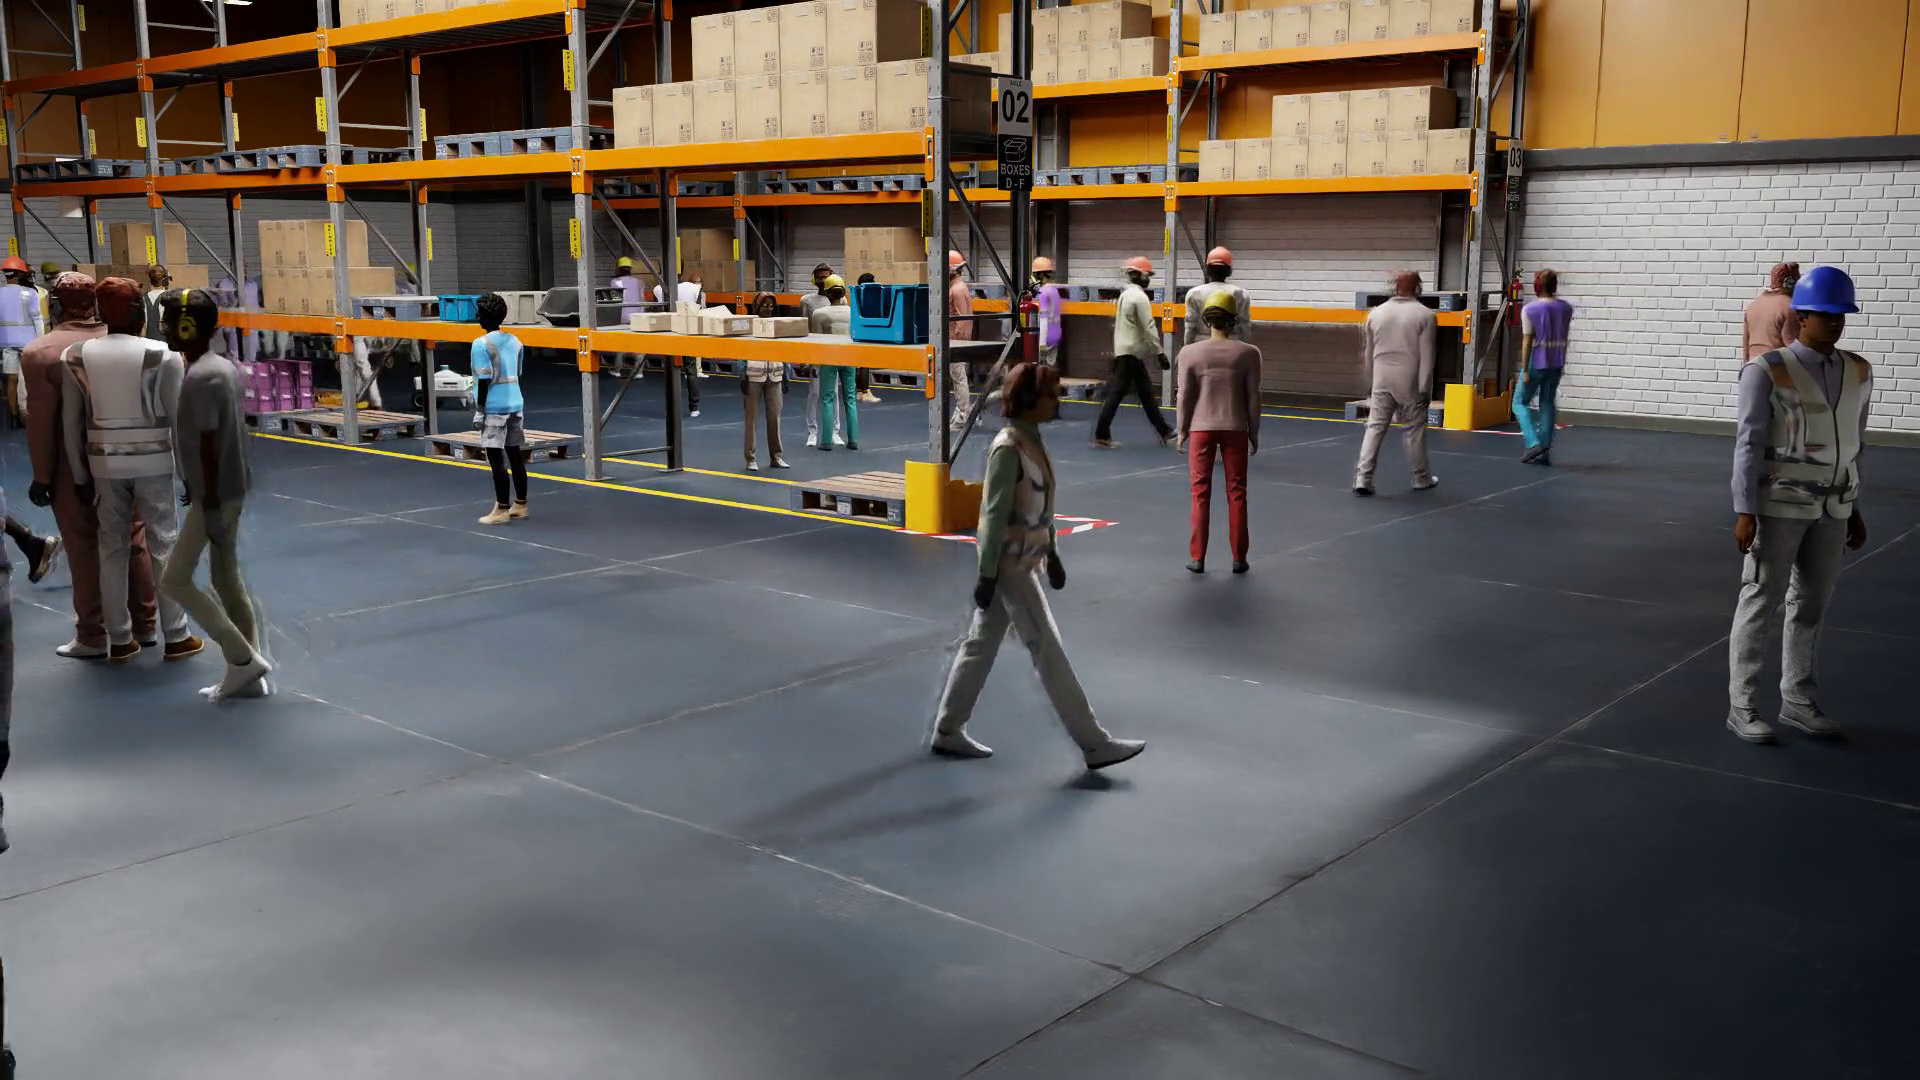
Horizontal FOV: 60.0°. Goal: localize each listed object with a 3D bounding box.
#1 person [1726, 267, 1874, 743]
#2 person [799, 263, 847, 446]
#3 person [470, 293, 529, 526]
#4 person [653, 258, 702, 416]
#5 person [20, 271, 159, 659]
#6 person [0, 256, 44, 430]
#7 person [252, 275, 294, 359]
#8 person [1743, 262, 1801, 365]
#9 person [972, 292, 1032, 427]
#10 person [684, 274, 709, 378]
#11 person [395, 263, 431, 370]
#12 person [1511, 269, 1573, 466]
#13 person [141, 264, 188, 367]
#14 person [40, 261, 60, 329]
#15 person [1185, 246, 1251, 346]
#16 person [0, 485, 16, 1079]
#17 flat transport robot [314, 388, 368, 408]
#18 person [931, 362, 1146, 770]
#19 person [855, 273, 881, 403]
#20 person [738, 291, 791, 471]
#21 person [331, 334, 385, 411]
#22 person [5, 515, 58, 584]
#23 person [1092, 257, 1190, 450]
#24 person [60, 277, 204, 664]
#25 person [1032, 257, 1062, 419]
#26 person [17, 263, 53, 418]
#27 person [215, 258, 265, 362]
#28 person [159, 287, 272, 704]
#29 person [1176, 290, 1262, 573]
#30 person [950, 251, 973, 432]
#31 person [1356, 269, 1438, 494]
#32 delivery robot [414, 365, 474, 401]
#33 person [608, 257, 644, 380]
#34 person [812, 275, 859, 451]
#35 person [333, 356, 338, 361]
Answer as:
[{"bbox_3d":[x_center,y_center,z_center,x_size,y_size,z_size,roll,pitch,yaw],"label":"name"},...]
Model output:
[{"bbox_3d":[3.451,-0.137,6.821,0.618,1.945,0.394,-2,10,-14],"label":"person"},{"bbox_3d":[-1.389,-1.890,17.032,0.532,1.870,0.317,-3,10,-15],"label":"person"},{"bbox_3d":[-3.383,-0.952,12.177,0.317,1.695,0.540,3,10,18],"label":"person"},{"bbox_3d":[-3.371,-2.426,19.946,0.587,1.918,0.391,-3,10,-17],"label":"person"},{"bbox_3d":[-4.324,-0.368,8.261,0.399,1.909,0.642,6,12,30],"label":"person"},{"bbox_3d":[-10.474,-2.185,18.546,0.543,1.928,0.374,-1,10,-7],"label":"person"},{"bbox_3d":[-9.826,-3.097,23.772,0.662,1.917,0.646,-7,12,-34],"label":"person"},{"bbox_3d":[6.905,-1.389,14.070,0.400,1.907,0.644,-2,10,-9],"label":"person"},{"bbox_3d":[0.500,-1.962,18.193,0.622,1.607,0.511,5,11,28],"label":"person"},{"bbox_3d":[-4.110,-3.316,25.854,0.284,1.626,0.495,6,12,31],"label":"person"},{"bbox_3d":[-9.106,-3.731,27.791,0.964,1.784,0.610,10,14,44],"label":"person"},{"bbox_3d":[5.420,-1.600,15.485,0.577,1.830,0.450,-3,10,-16],"label":"person"},{"bbox_3d":[-8.549,-2.031,17.899,0.505,1.847,0.344,2,10,9],"label":"person"},{"bbox_3d":[-13.823,-3.343,25.427,0.414,1.819,0.626,6,11,29],"label":"person"},{"bbox_3d":[2.426,-1.739,15.690,0.615,2.040,0.394,2,10,11],"label":"person"},{"bbox_3d":[-2.366,0.438,3.705,0.550,1.886,0.977,-7,12,-35],"label":"person"},{"bbox_3d":[-8.130,-1.775,20.925,1.431,0.197,0.652,8,13,39],"label":"flat transport robot"},{"bbox_3d":[0.276,0.106,6.461,0.879,1.577,0.528,2,10,11],"label":"person"},{"bbox_3d":[-1.230,-2.654,21.868,0.321,1.697,0.530,-3,10,-17],"label":"person"},{"bbox_3d":[-1.789,-1.451,15.207,0.517,1.633,0.313,-5,11,-28],"label":"person"},{"bbox_3d":[-7.400,-2.485,20.386,1.009,1.885,0.647,7,12,34],"label":"person"},{"bbox_3d":[-5.709,-0.606,9.517,0.754,1.942,0.620,-4,11,-22],"label":"person"},{"bbox_3d":[1.820,-1.875,16.749,1.065,1.917,0.632,-1,10,-6],"label":"person"},{"bbox_3d":[-4.031,-0.331,8.112,0.578,1.881,0.346,-1,10,-7],"label":"person"},{"bbox_3d":[0.983,-2.370,19.624,0.483,1.915,0.576,3,11,19],"label":"person"},{"bbox_3d":[-11.139,-2.390,19.960,0.429,1.840,0.635,4,11,22],"label":"person"},{"bbox_3d":[-9.706,-2.873,22.516,0.406,1.910,0.639,5,11,28],"label":"person"},{"bbox_3d":[-3.321,-0.181,7.362,0.419,1.855,0.526,-1,10,-6],"label":"person"},{"bbox_3d":[1.608,-0.669,10.380,0.527,1.765,0.328,1,10,5],"label":"person"},{"bbox_3d":[-0.060,-2.197,18.426,0.396,1.990,0.622,0,10,-2],"label":"person"},{"bbox_3d":[3.618,-1.300,13.737,0.666,1.853,1.019,9,13,40],"label":"person"},{"bbox_3d":[-6.433,-1.941,20.796,0.707,0.478,0.477,0,10,3],"label":"delivery robot"},{"bbox_3d":[-5.171,-3.430,25.776,0.597,1.870,0.966,-8,12,-37],"label":"person"},{"bbox_3d":[-1.248,-1.772,16.683,0.526,1.760,0.341,-4,11,-24],"label":"person"},{"bbox_3d":[-11.121,-4.007,29.776,0.268,1.628,0.502,-9,13,-40],"label":"person"}]
